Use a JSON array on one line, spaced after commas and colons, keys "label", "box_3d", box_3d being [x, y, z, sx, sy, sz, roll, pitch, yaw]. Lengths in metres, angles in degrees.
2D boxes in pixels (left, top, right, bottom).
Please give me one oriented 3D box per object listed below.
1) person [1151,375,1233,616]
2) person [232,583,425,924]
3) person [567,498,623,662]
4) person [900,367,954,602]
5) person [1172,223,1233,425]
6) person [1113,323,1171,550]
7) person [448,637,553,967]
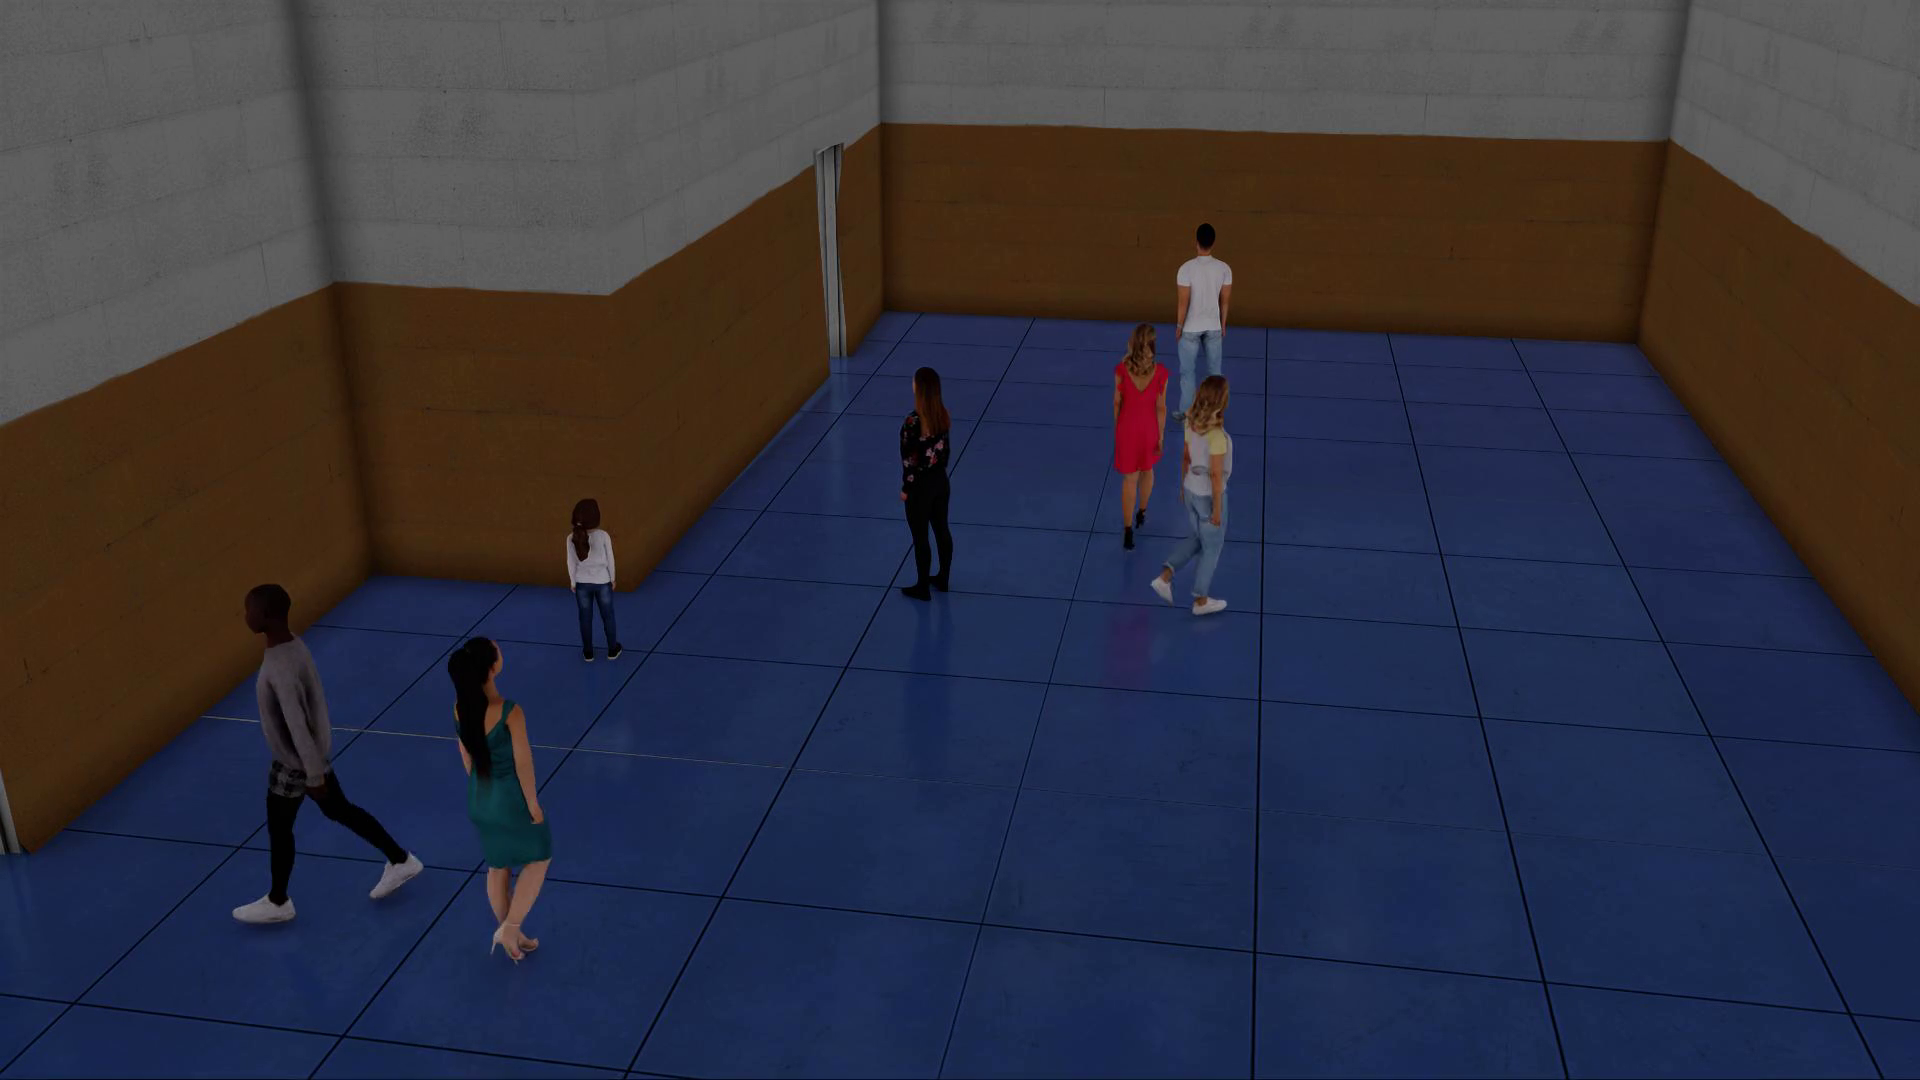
[{"label": "person", "box_3d": [1.572, -0.271, 11.264, 0.944, 1.710, 0.853, -8, 23, -19]}, {"label": "person", "box_3d": [-3.068, 1.030, 8.017, 1.218, 1.733, 0.985, -8, 23, -18]}, {"label": "person", "box_3d": [-2.387, 0.247, 10.801, 0.471, 1.111, 0.558, -3, 22, -8]}, {"label": "person", "box_3d": [-0.225, -0.400, 11.644, 0.676, 1.683, 0.651, 20, 29, 41]}, {"label": "person", "box_3d": [2.229, -1.988, 15.349, 0.636, 1.866, 0.804, -4, 22, -11]}, {"label": "person", "box_3d": [1.323, -0.742, 12.496, 0.961, 1.681, 0.663, 2, 22, 6]}, {"label": "person", "box_3d": [-2.127, 1.243, 7.561, 0.602, 1.677, 0.693, 9, 23, 21]}]
